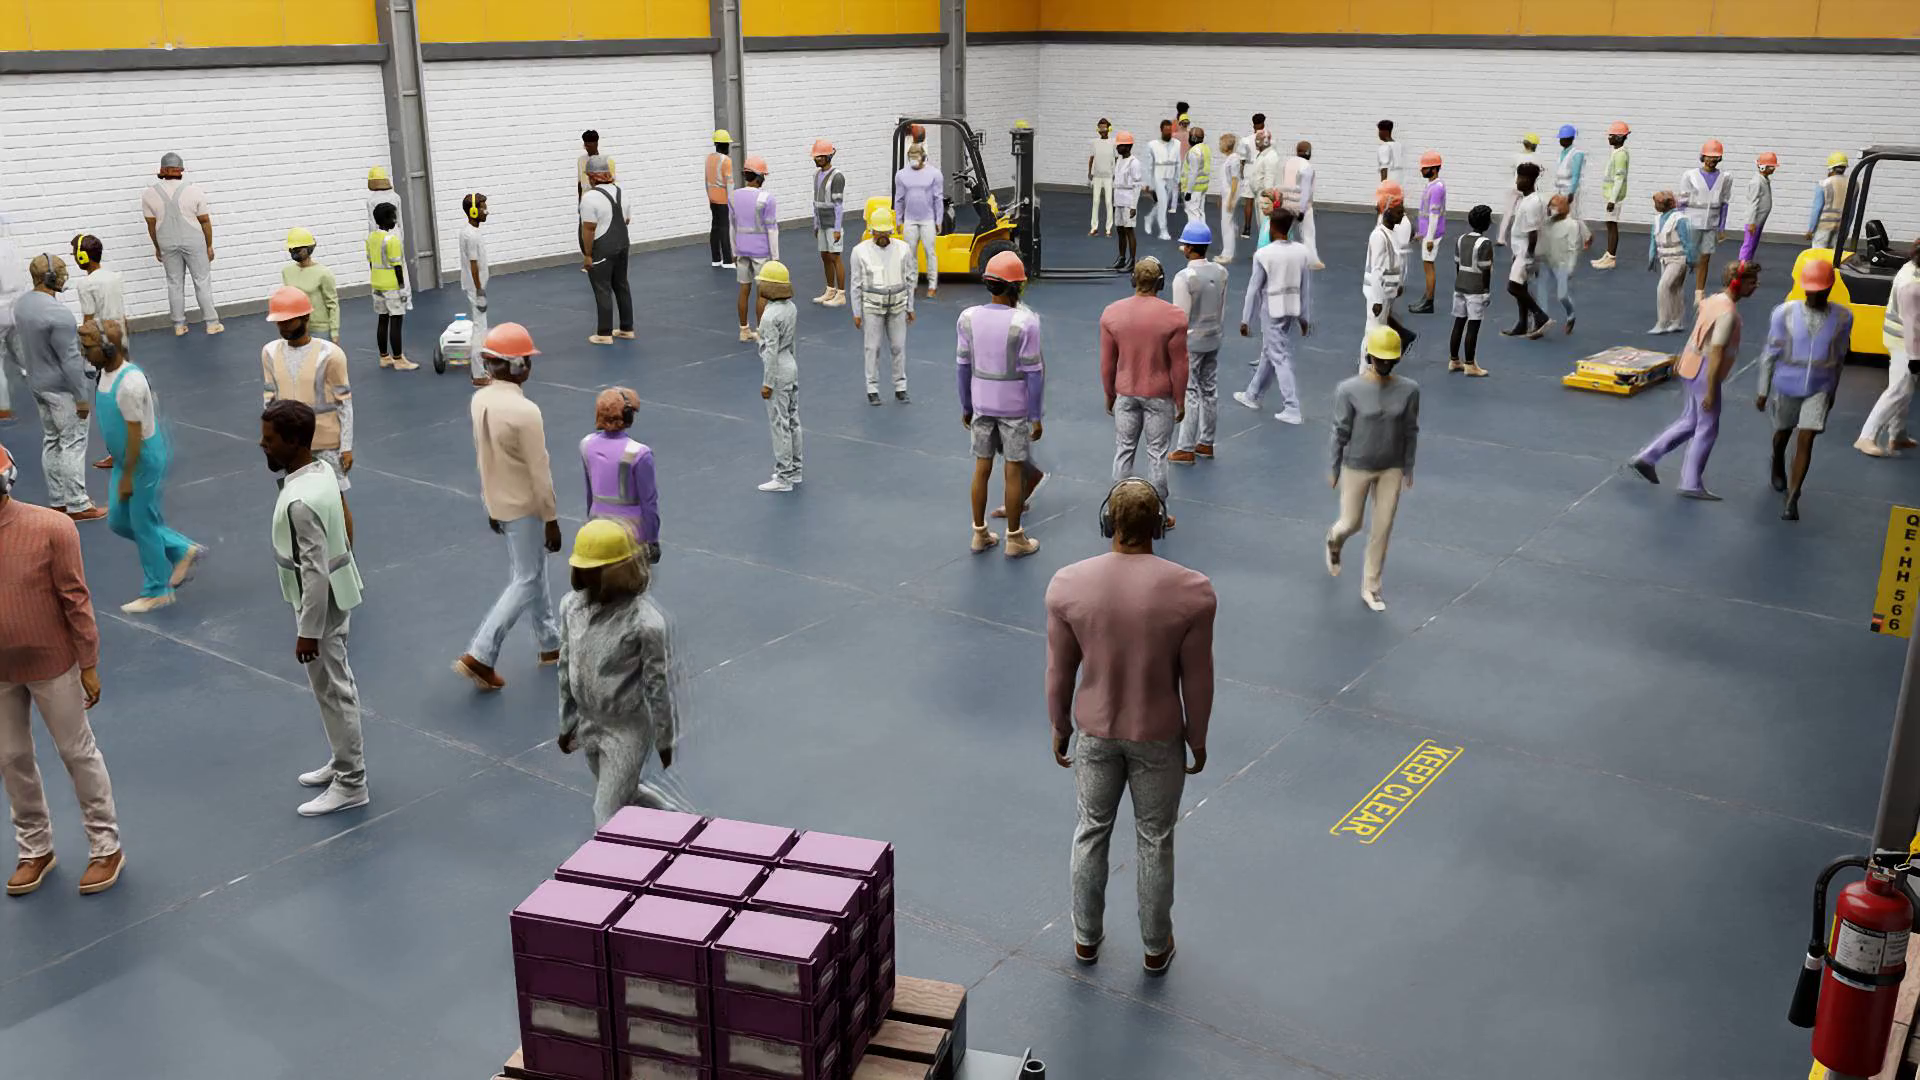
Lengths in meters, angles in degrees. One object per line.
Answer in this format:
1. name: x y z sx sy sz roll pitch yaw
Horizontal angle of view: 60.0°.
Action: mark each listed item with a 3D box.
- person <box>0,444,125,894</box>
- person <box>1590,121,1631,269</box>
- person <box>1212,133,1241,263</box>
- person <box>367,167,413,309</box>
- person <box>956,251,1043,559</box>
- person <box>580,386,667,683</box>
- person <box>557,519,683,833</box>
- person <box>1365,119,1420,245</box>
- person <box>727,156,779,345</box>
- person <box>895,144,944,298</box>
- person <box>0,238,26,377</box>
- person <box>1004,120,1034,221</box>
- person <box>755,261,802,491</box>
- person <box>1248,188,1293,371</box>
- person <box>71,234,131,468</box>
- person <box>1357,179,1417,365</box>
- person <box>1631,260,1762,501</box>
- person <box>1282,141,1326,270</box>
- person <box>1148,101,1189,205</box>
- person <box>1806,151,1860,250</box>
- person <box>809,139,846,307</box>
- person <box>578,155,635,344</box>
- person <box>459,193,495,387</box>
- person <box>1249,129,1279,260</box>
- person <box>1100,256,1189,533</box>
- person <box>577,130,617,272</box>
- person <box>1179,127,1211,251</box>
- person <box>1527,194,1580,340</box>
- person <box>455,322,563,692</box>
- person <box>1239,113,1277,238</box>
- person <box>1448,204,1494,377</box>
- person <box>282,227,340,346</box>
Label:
1. person: -3.826 0.510 6.765 0.624 1.980 0.410 -2 18 -6
2. person: 9.165 -4.838 23.383 0.376 2.045 0.605 6 19 17
3. person: 3.813 -4.919 23.980 0.474 1.833 0.570 0 18 -1
4. person: -6.941 -3.626 20.098 0.323 1.737 0.488 11 21 31
5. person: 0.282 -0.888 11.030 0.615 2.042 0.374 10 20 29
6. person: -1.824 -0.018 8.979 0.508 1.629 0.317 11 21 31
7. person: -1.319 0.711 6.571 0.487 1.719 0.837 11 21 31
8. person: 6.707 -5.479 25.575 0.765 1.936 0.623 16 24 41
9. person: -2.221 -3.144 18.114 0.611 2.032 0.411 10 20 28
10. person: -0.516 -4.045 21.095 0.639 1.927 0.368 4 18 12
11. person: -9.512 -2.416 16.461 0.514 1.642 0.310 -4 18 -14
12. person: 1.004 -6.356 28.653 0.734 1.707 0.508 5 18 15
13. person: -1.384 -1.242 12.619 0.283 1.746 0.493 5 18 14
14. person: 3.164 -2.623 16.801 0.404 1.834 0.563 -2 18 -6
15. person: -6.799 -1.495 13.238 0.343 1.857 0.521 2 18 7
16. person: 4.416 -2.716 16.966 0.603 1.905 0.586 -5 18 -14
17. person: 5.465 -1.189 12.352 0.657 1.815 0.593 6 19 17
18. person: 4.695 -4.669 23.275 0.896 1.804 0.622 -9 20 -27
19. person: 3.949 -7.213 31.014 0.717 1.930 0.704 7 19 22
20. person: 10.991 -3.975 21.032 0.600 1.827 0.404 -3 18 -9
21. person: -1.640 -3.884 20.427 0.407 2.035 0.601 -13 22 -35
22. person: -3.923 -3.198 18.259 0.537 2.000 0.688 10 20 28
23. person: -4.664 -2.419 16.122 0.324 1.862 0.511 -6 19 -17
24. person: 4.363 -4.955 23.997 0.404 1.898 0.652 -1 18 -2
25. person: 1.276 -0.994 11.530 0.630 1.940 0.372 7 19 21
26. person: -5.039 -4.681 23.030 0.603 1.959 0.380 6 19 19
27. person: 3.551 -5.314 25.200 0.429 1.842 0.633 9 20 27
28. person: 6.638 -3.040 18.463 0.711 1.608 0.506 -15 23 -39
29. person: -2.409 -0.177 8.951 0.735 1.991 0.637 -15 23 -38
30. person: 4.737 -5.815 26.572 0.608 1.962 0.374 1 18 3
31. person: 5.113 -2.484 16.580 0.320 1.698 0.531 -6 19 -17
32. person: -5.602 -1.815 14.376 0.524 1.769 0.326 5 18 16
